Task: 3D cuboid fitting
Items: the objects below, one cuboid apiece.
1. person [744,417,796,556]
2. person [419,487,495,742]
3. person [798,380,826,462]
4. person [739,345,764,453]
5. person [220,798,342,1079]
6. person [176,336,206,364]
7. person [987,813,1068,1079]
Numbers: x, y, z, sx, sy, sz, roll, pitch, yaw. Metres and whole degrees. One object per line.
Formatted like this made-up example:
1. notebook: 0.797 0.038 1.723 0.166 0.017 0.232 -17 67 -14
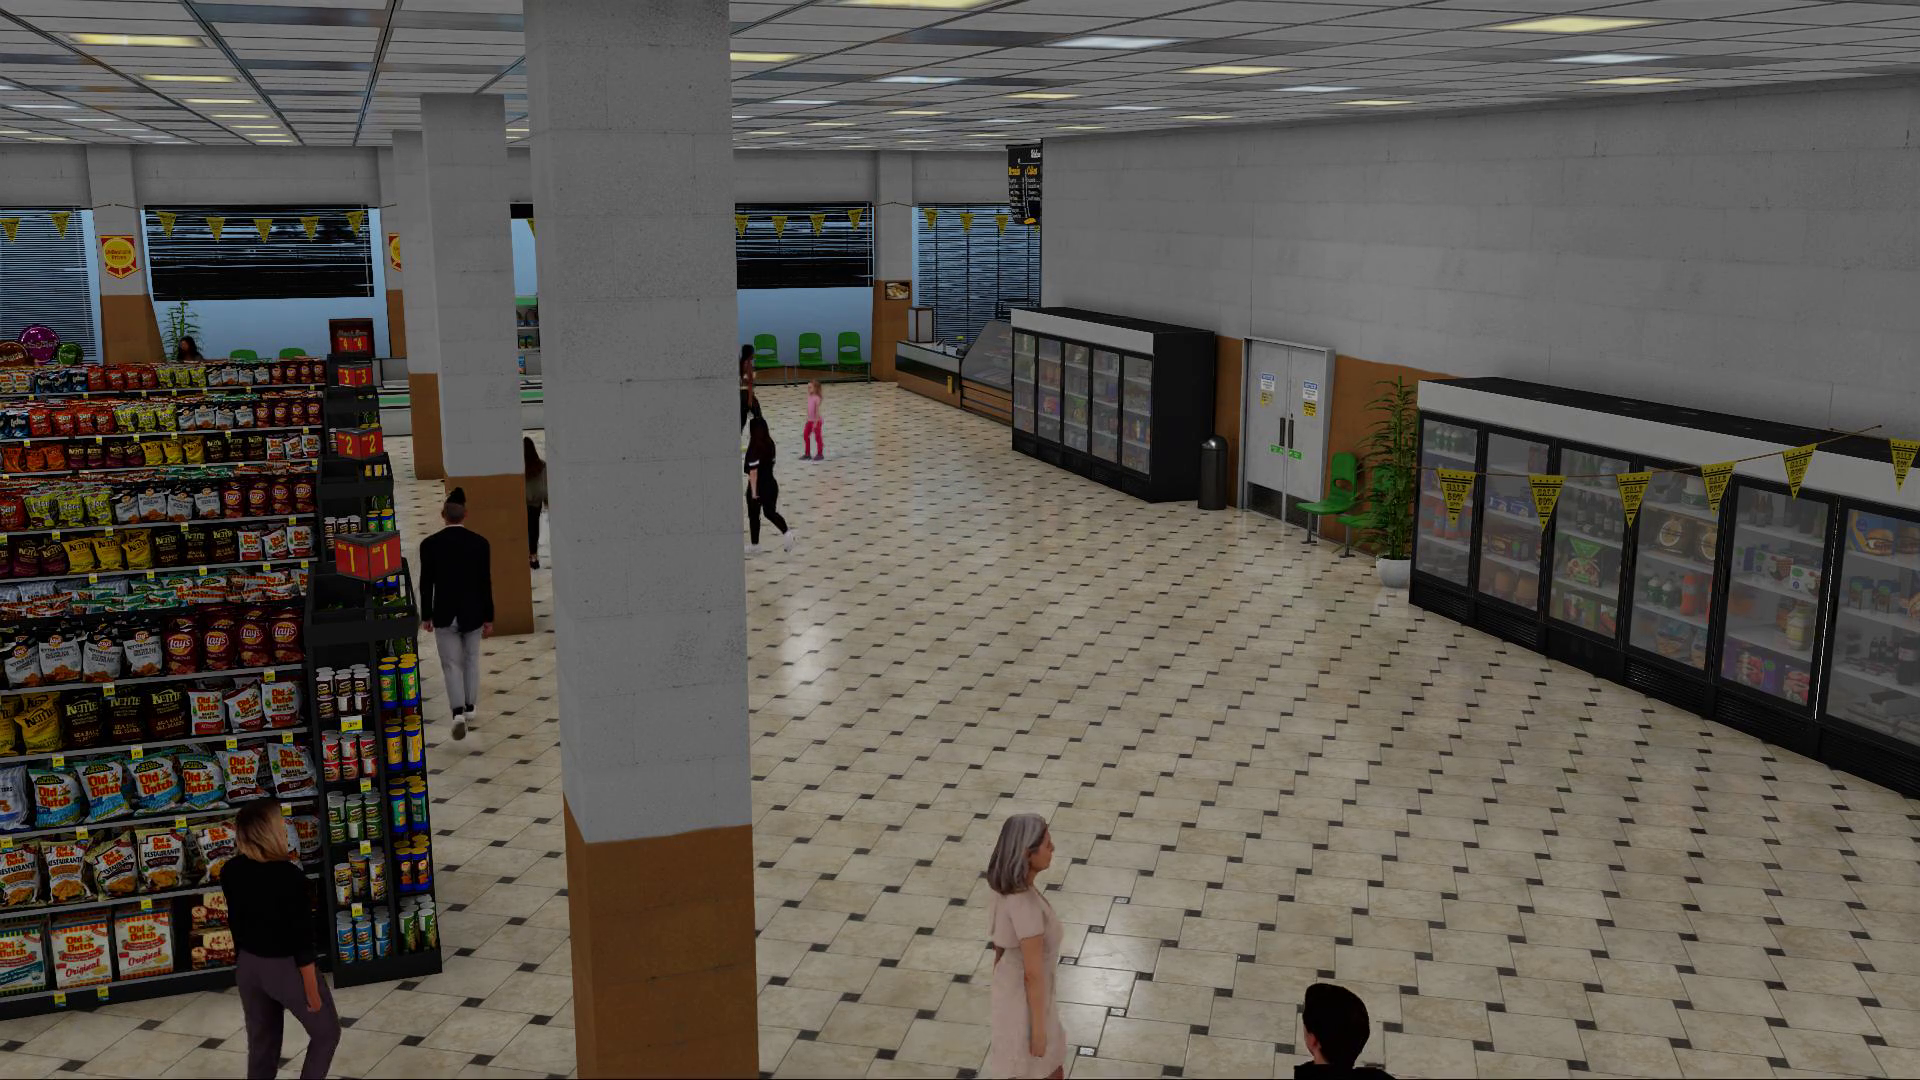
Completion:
1. person: -2.210 -0.595 19.096 1.002 1.620 1.046 8 15 35
2. person: -3.847 0.592 12.757 1.157 1.910 0.764 -4 13 -19
3. person: -2.226 -1.864 25.999 0.618 1.259 0.715 11 16 43
4. person: -3.494 -2.240 26.637 0.817 1.732 0.689 -8 14 -34
5. person: -2.946 1.922 7.040 0.683 1.664 0.770 3 12 16
6. person: -12.618 -2.450 27.433 0.961 1.815 0.896 -1 12 -3
7. person: 0.162 1.961 6.740 1.067 1.709 0.693 -3 12 -13
